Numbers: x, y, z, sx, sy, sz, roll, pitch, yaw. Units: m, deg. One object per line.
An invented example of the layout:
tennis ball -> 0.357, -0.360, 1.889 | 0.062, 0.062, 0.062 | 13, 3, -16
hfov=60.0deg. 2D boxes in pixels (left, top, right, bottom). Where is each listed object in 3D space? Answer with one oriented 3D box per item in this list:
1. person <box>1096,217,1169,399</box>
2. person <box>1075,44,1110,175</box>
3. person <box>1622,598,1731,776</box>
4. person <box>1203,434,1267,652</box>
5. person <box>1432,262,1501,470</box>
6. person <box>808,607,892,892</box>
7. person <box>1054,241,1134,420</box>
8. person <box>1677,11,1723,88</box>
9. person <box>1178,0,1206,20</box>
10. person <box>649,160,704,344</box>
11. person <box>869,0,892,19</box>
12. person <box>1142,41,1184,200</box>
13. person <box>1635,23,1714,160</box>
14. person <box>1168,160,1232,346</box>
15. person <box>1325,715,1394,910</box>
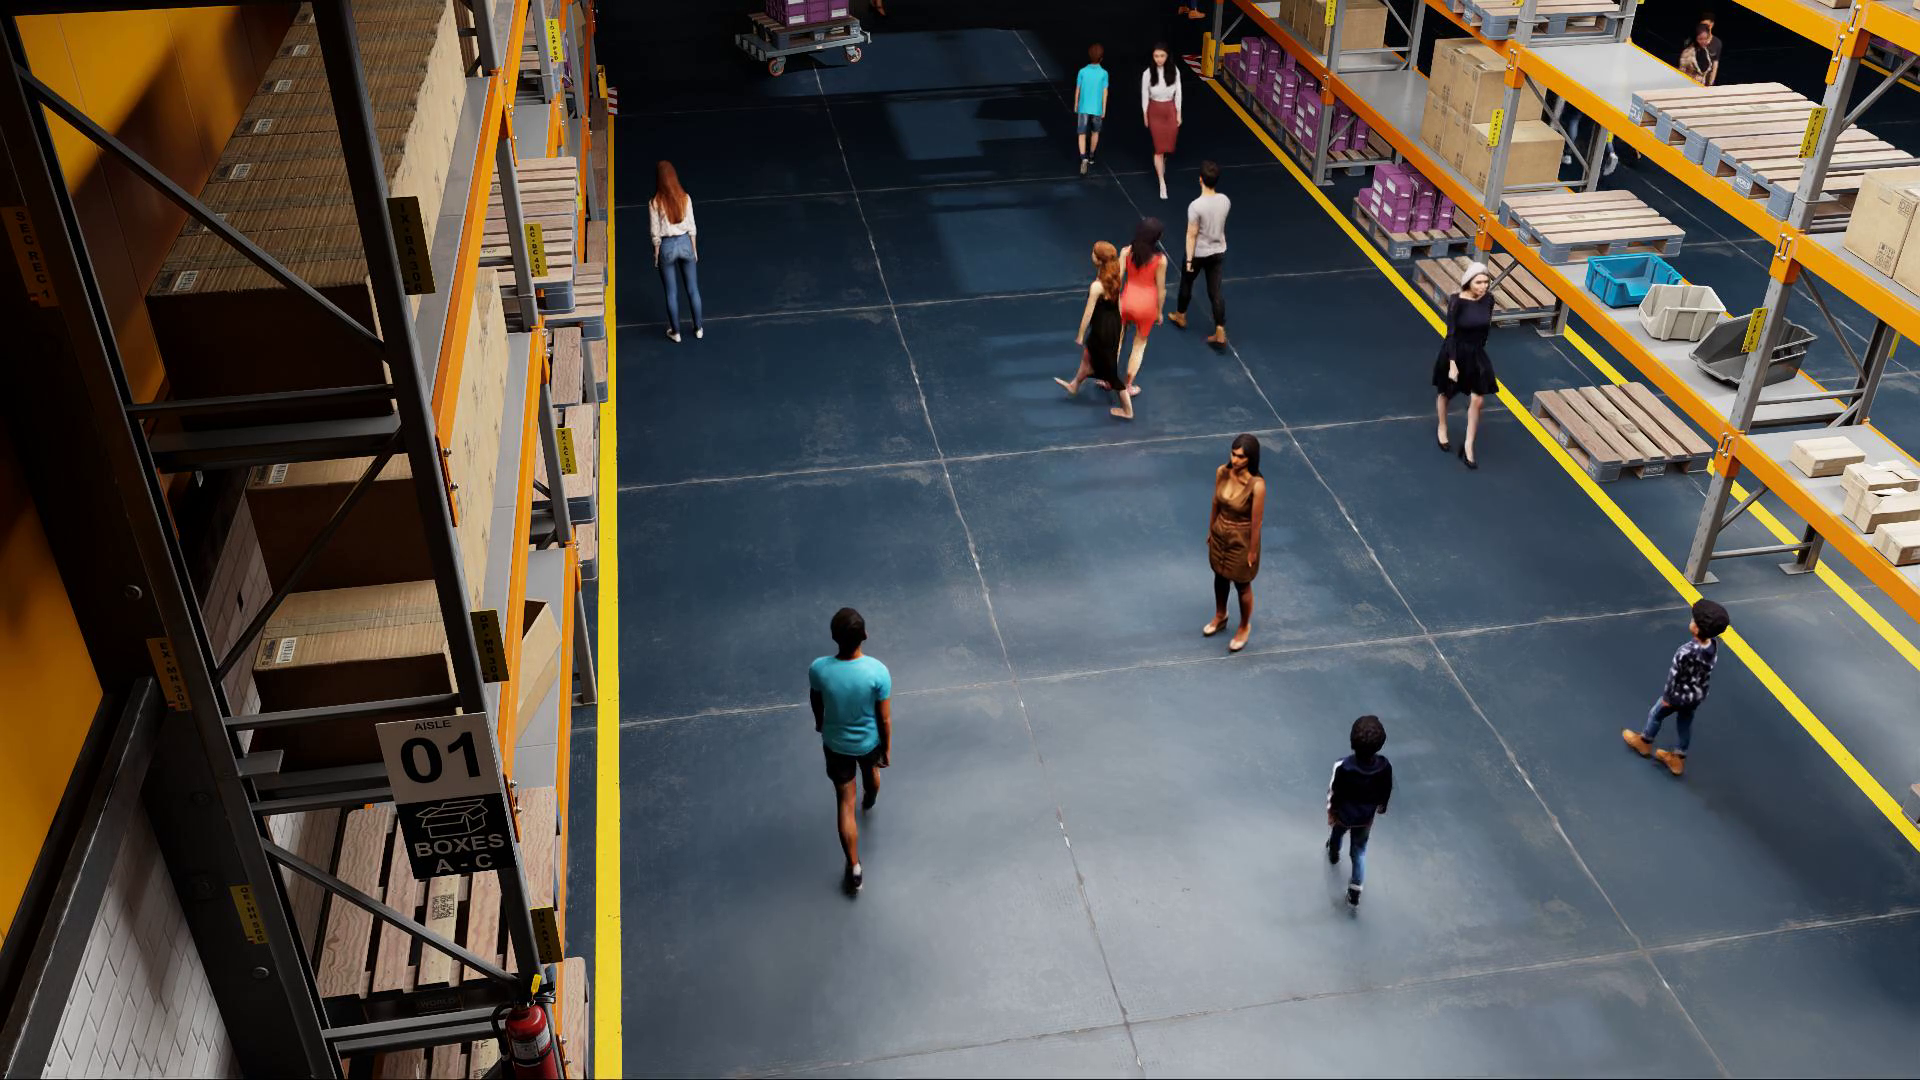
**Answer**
person -> 1.507, -1.981, 14.309 | 0.797, 1.683, 0.763 | 4, 34, 7
person -> 1.487, -4.894, 18.924 | 0.700, 1.425, 0.985 | 3, 34, 4
person -> 4.538, 0.942, 10.315 | 0.592, 1.236, 0.710 | -13, 36, -19
person -> 1.872, 0.010, 11.314 | 0.701, 1.683, 0.604 | -26, 42, -34
person -> 4.036, -1.491, 13.533 | 0.611, 1.726, 0.823 | -8, 34, -12
person -> -0.620, 1.226, 9.446 | 0.761, 1.726, 1.190 | 0, 34, 0
person -> 1.301, -1.714, 13.996 | 1.070, 1.586, 1.041 | 20, 39, 27
person -> 8.497, -5.310, 19.331 | 0.908, 1.669, 1.132 | 7, 34, 11
person -> 3.376, -8.440, 23.972 | 0.824, 1.743, 0.680 | -17, 37, -24
person -> -2.612, -2.652, 15.279 | 0.613, 1.728, 0.560 | -13, 36, -18
person -> -1.177, -8.481, 23.932 | 0.743, 1.857, 0.567 | -16, 37, -23
person -> 2.202, -4.624, 18.247 | 0.699, 1.727, 0.845 | -2, 34, -3
person -> 8.060, -4.923, 18.674 | 0.888, 1.752, 1.189 | -19, 38, -27
person -> 2.295, -2.581, 15.215 | 0.684, 1.680, 1.120 | -11, 35, -16
person -> 2.253, 1.550, 9.431 | 0.642, 1.203, 0.883 | 2, 34, 3
